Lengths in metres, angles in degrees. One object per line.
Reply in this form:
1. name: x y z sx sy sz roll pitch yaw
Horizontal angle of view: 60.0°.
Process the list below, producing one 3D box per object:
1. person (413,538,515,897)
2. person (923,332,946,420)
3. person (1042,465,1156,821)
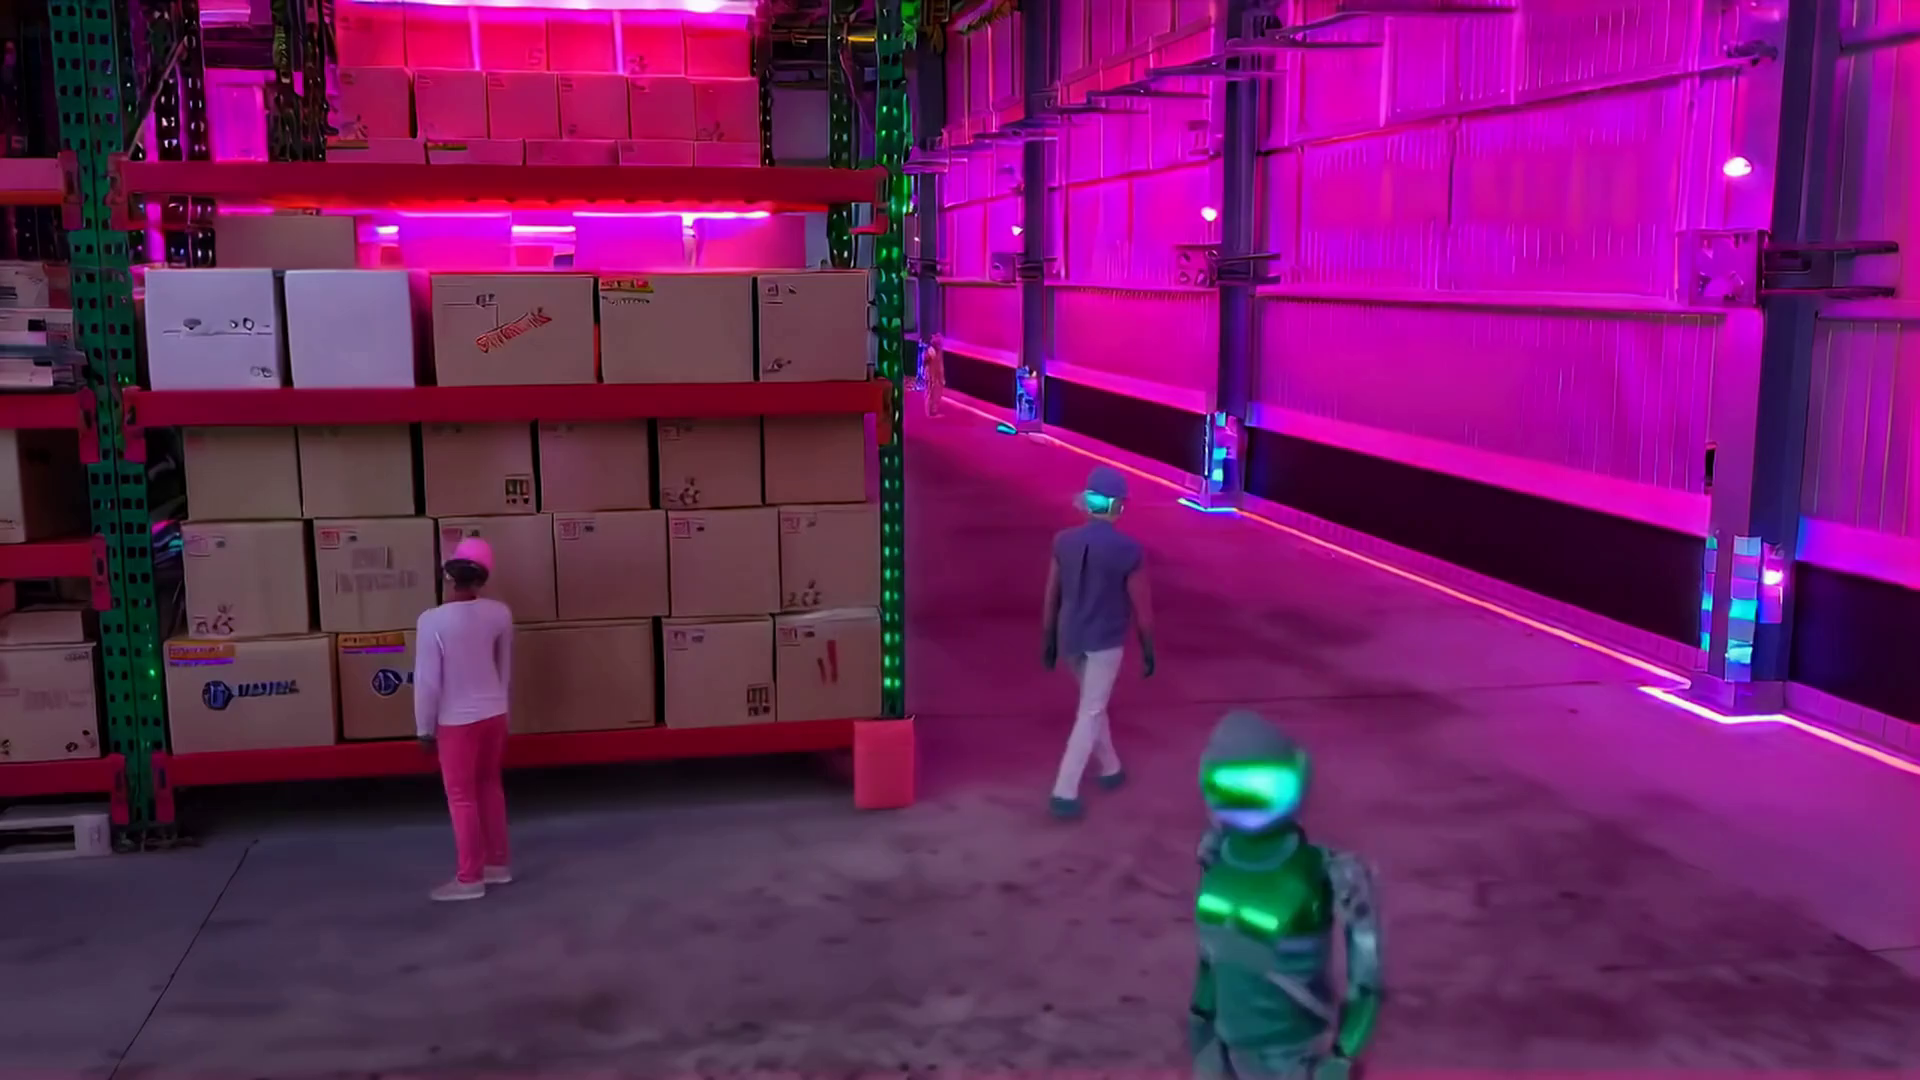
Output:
1. person: -2.353 0.871 8.005 0.331 1.733 0.565 6 11 31
2. person: -0.487 -3.281 33.236 0.563 1.748 0.340 -9 13 -44
3. person: 0.754 0.556 9.293 0.638 1.945 1.032 7 12 36
